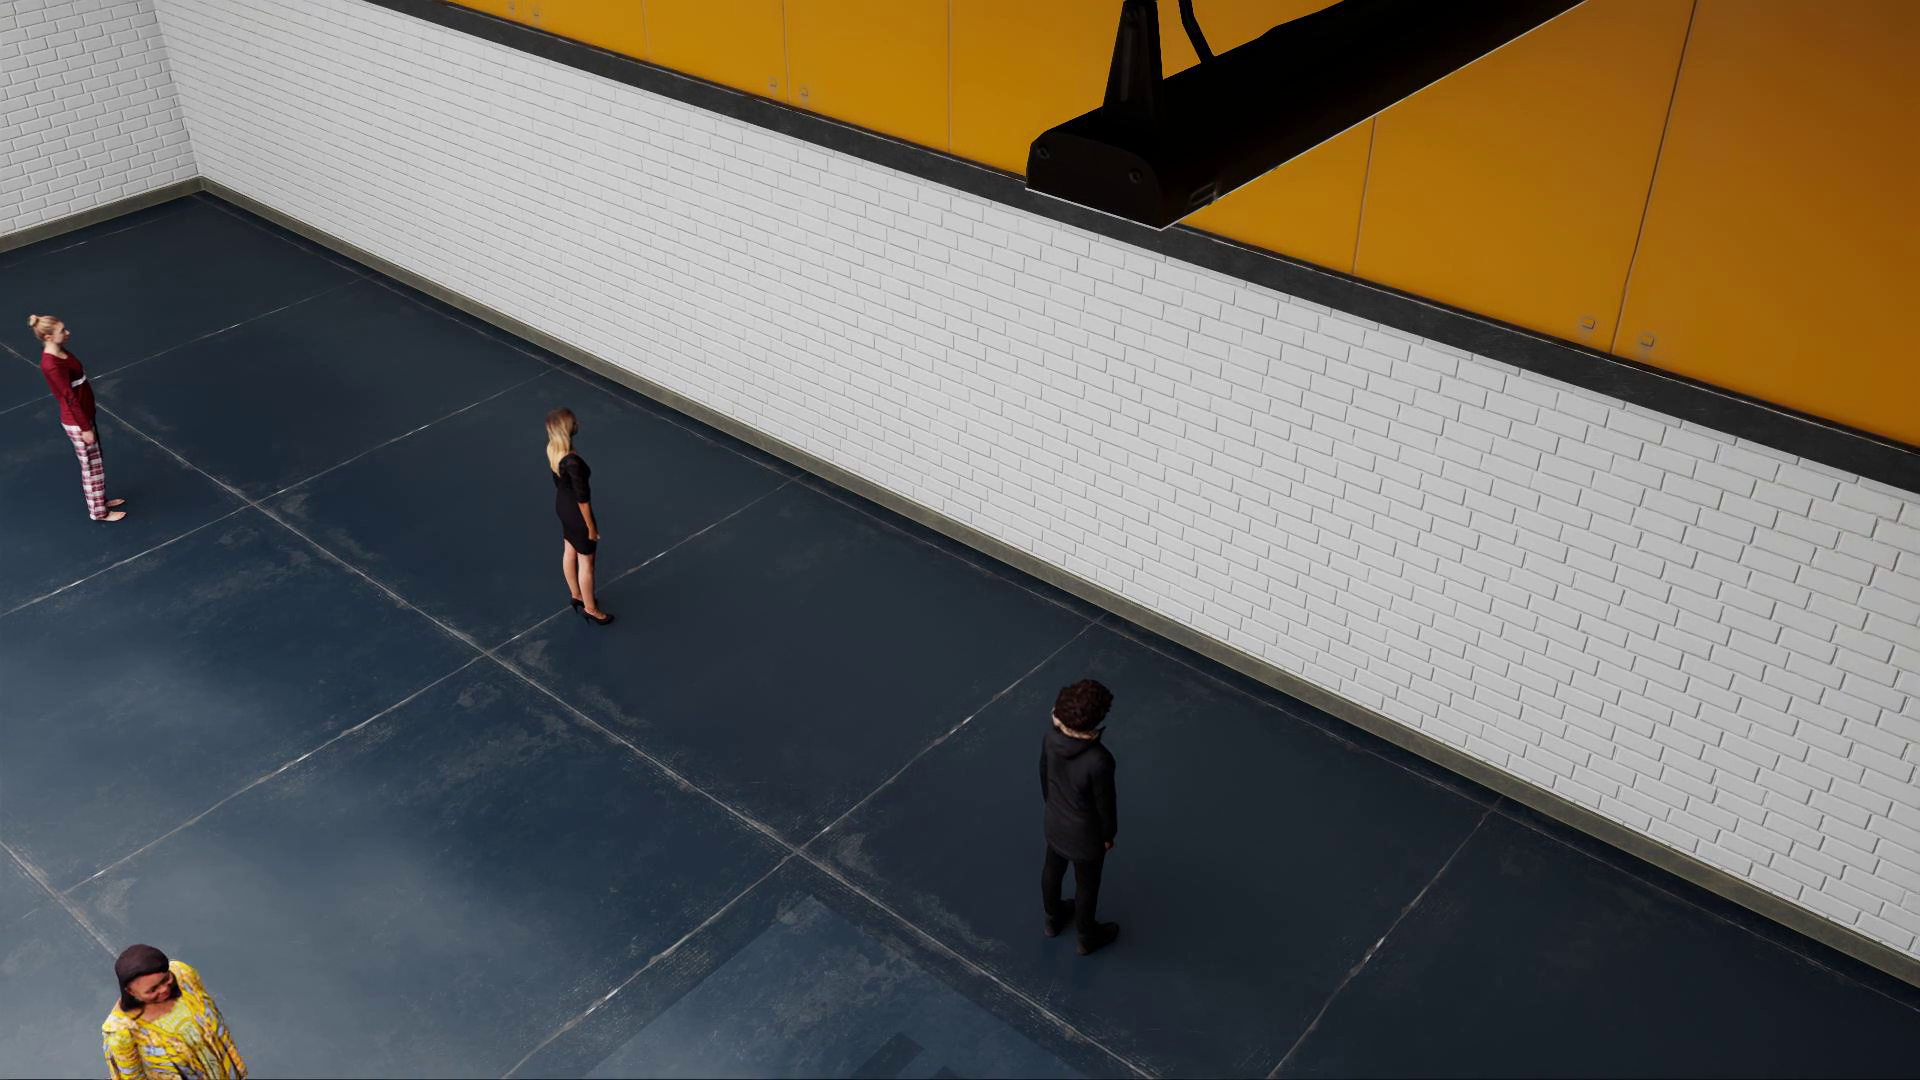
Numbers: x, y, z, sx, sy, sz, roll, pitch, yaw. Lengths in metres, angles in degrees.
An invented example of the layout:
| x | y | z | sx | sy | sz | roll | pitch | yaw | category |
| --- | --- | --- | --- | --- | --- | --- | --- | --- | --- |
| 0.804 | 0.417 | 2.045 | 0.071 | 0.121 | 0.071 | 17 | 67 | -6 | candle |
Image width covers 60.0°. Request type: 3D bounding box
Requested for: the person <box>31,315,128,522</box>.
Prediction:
| x | y | z | sx | sy | sz | roll | pitch | yaw | category |
| --- | --- | --- | --- | --- | --- | --- | --- | --- | --- |
| -6.640 | -0.935 | 12.525 | 0.649 | 1.700 | 0.687 | -15 | 36 | -21 | person |

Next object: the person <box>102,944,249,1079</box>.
| x | y | z | sx | sy | sz | roll | pitch | yaw | category |
| --- | --- | --- | --- | --- | --- | --- | --- | --- | --- |
| -3.552 | 2.432 | 7.564 | 0.940 | 1.584 | 0.925 | 11 | 35 | 16 | person |

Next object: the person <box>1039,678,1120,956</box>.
| x | y | z | sx | sy | sz | roll | pitch | yaw | category |
| --- | --- | --- | --- | --- | --- | --- | --- | --- | --- |
| 0.620 | 1.476 | 8.827 | 0.628 | 1.779 | 0.584 | 27 | 42 | 35 | person |

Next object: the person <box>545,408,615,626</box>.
| x | y | z | sx | sy | sz | roll | pitch | yaw | category |
| --- | --- | --- | --- | --- | --- | --- | --- | --- | --- |
| -2.633 | -0.163 | 11.384 | 0.541 | 1.677 | 0.591 | -21 | 39 | -29 | person |
